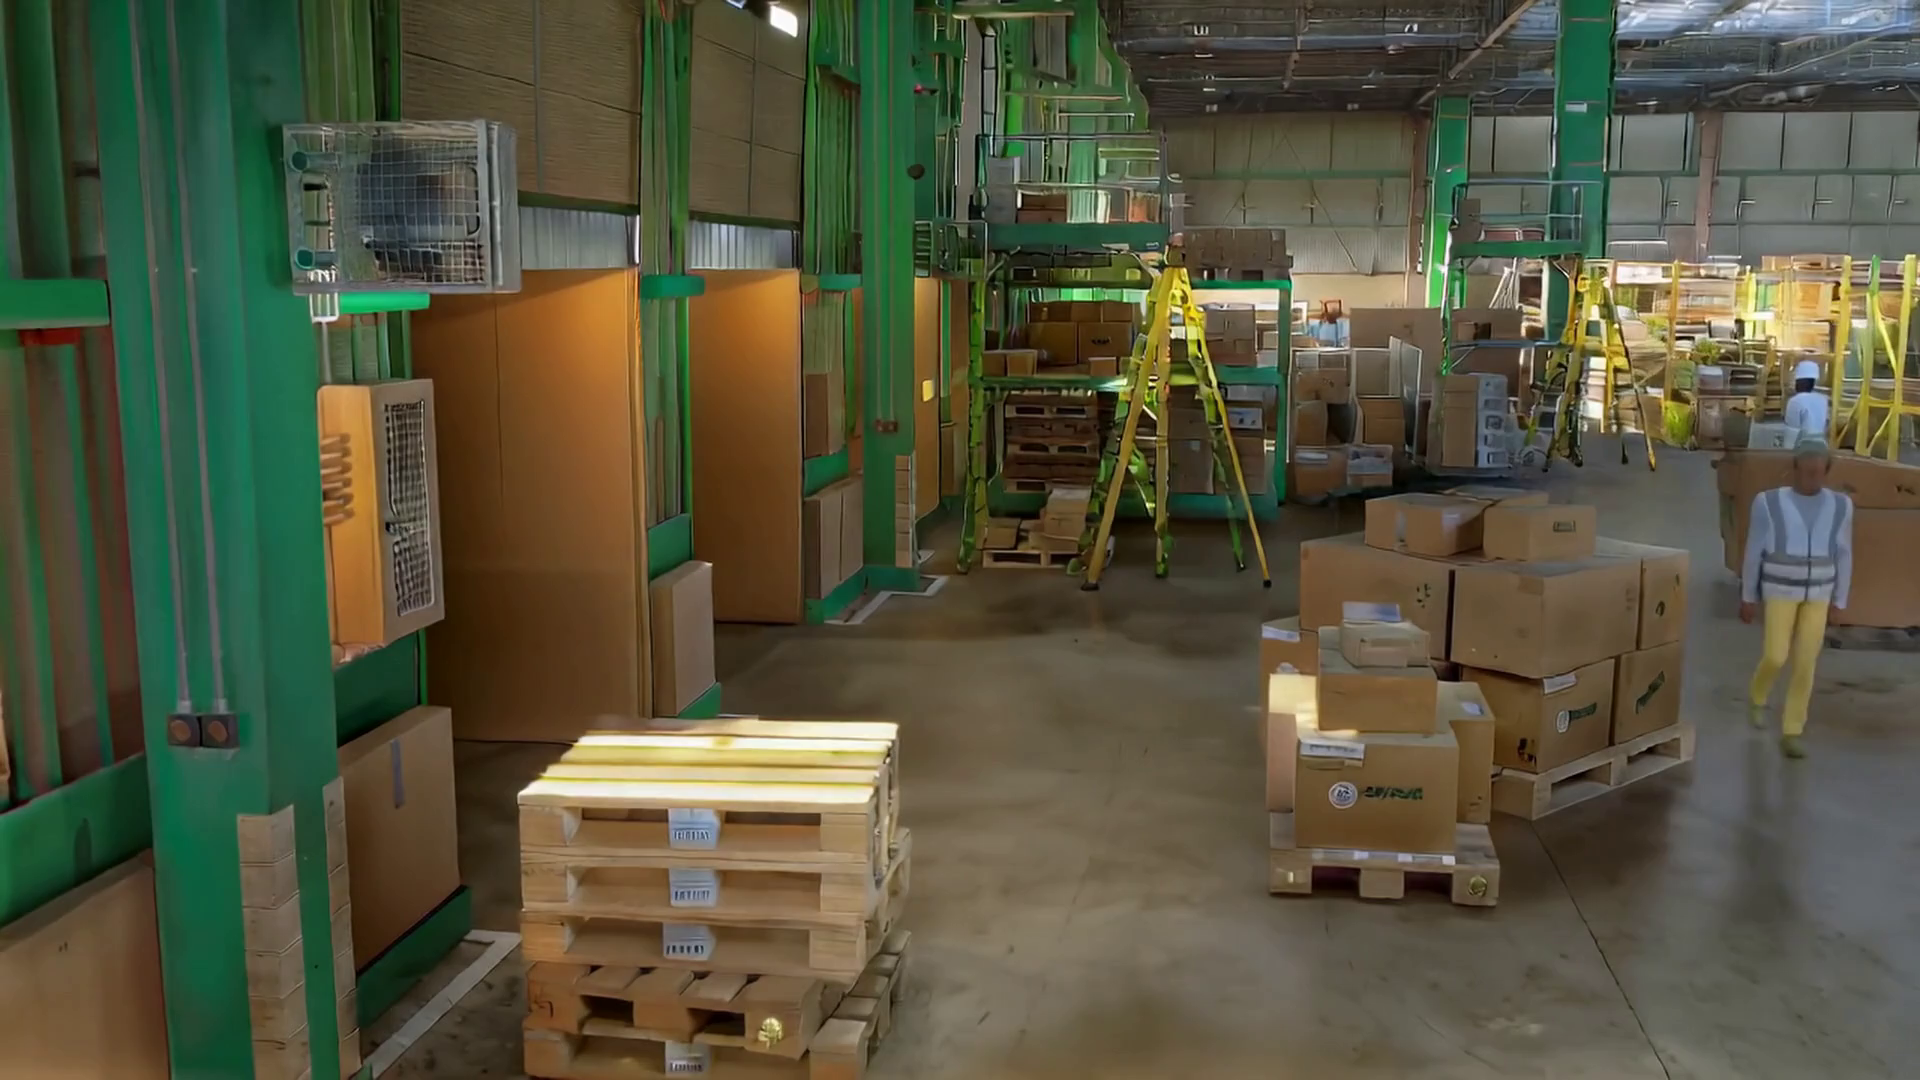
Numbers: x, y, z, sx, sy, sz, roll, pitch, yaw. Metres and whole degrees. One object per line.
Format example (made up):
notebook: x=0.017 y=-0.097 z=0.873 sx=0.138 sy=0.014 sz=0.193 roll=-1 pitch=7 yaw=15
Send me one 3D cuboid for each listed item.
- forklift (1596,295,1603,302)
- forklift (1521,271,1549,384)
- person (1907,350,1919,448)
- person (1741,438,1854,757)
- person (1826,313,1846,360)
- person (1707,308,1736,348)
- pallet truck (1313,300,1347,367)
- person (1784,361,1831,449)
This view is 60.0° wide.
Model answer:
forklift: x=16.978 y=-5.911 z=45.220 sx=1.129 sy=2.768 sz=1.873 roll=3 pitch=10 yaw=16
forklift: x=14.631 y=-5.146 z=40.504 sx=1.129 sy=2.768 sz=1.873 roll=-1 pitch=9 yaw=-8
person: x=15.496 y=-2.342 z=26.746 sx=0.335 sy=1.735 sz=0.484 roll=5 pitch=10 yaw=28
person: x=4.947 y=0.325 z=9.864 sx=0.598 sy=1.871 sz=0.543 roll=1 pitch=9 yaw=6
person: x=24.912 y=-5.622 z=47.188 sx=0.844 sy=1.664 sz=0.537 roll=-2 pitch=9 yaw=-10
person: x=18.285 y=-4.594 z=40.011 sx=0.629 sy=1.935 sz=0.372 roll=1 pitch=9 yaw=8
pallet truck: x=11.159 y=-6.200 z=49.718 sx=0.823 sy=1.965 sz=1.885 roll=4 pitch=10 yaw=26
person: x=8.643 y=-0.874 z=17.090 sx=0.588 sy=1.927 sz=0.370 roll=-5 pitch=10 yaw=-28
